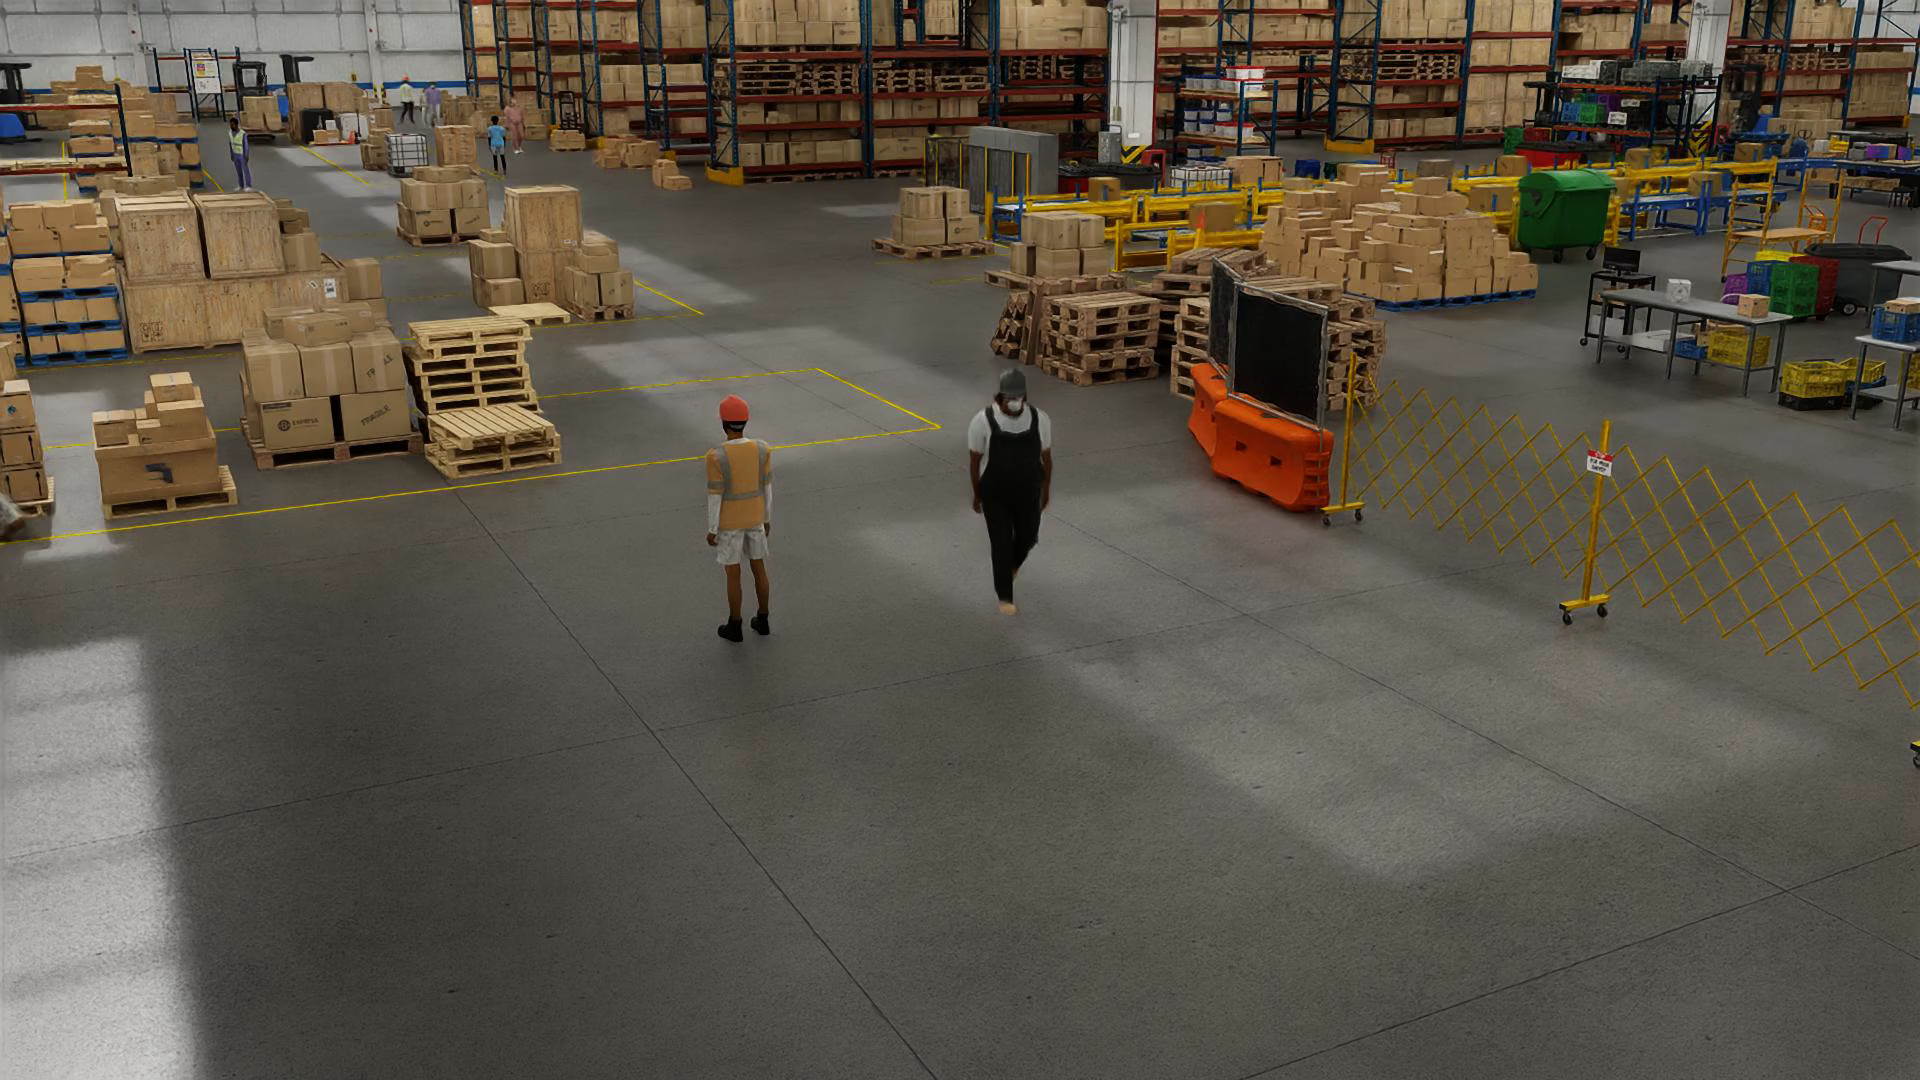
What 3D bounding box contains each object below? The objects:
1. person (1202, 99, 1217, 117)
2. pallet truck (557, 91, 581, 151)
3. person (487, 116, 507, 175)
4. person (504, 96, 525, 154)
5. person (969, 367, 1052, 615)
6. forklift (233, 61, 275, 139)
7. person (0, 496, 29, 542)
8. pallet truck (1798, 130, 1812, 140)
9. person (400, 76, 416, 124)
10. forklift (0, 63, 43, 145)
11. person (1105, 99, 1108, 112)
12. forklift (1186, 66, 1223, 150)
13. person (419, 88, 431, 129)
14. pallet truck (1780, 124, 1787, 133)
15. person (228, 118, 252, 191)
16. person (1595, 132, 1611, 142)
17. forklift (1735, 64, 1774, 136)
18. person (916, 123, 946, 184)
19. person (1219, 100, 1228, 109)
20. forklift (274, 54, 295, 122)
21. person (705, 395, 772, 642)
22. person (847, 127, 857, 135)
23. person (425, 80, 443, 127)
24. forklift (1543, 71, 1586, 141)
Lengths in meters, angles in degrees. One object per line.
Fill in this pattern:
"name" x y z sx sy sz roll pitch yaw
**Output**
"person" 8.887 -15.091 59.511 0.636 1.876 0.851 2 18 5
"pallet truck" -13.495 -14.412 57.188 0.823 1.965 1.885 -3 18 -9
"person" -13.623 -11.615 48.953 0.537 1.695 0.321 -9 20 -25
"person" -14.932 -13.936 55.868 0.679 1.889 0.463 -10 20 -29
"person" 0.409 -0.465 13.637 0.691 2.000 0.781 -4 18 -11
"forklift" -26.340 -16.357 61.827 1.129 2.768 1.873 -9 20 -27
"person" -8.902 -0.849 15.053 0.674 1.923 0.571 14 23 37
"pallet truck" 25.526 -11.556 49.408 1.630 1.274 0.653 -9 20 -26
"person" -23.234 -18.463 69.850 0.632 1.979 0.580 7 19 20
"forklift" -34.234 -15.639 59.592 1.129 2.768 1.873 3 18 9
"person" 6.042 -17.578 67.313 0.563 1.839 0.394 -1 18 -2
"forklift" 7.993 -14.698 56.655 1.873 2.768 1.129 -4 18 -12
"person" -21.597 -17.471 67.321 0.539 1.612 0.650 -5 18 -14
"pallet truck" 25.206 -12.542 52.601 1.601 1.201 0.680 0 18 -2
"person" -19.322 -10.345 44.638 0.591 1.916 0.383 7 19 21
"person" 20.645 -12.974 53.238 0.540 1.671 0.715 -10 20 -28
"forklift" 27.887 -15.426 58.925 1.873 2.768 1.129 -9 20 -26
"person" -0.773 -10.763 46.366 0.874 1.650 0.539 -8 20 -25
"person" 9.485 -15.163 59.926 0.451 1.741 0.600 11 21 30
"forklift" -28.414 -19.135 70.490 1.873 2.768 1.129 -9 20 -26
"person" -1.713 -0.165 12.867 0.543 1.939 0.359 -12 21 -32
"person" -3.392 -12.529 51.489 0.939 1.904 0.556 -10 20 -28
"person" -21.306 -17.634 67.379 0.645 1.922 0.614 -8 19 -24
"forklift" 18.685 -13.231 52.085 1.873 2.768 1.129 -9 20 -26
